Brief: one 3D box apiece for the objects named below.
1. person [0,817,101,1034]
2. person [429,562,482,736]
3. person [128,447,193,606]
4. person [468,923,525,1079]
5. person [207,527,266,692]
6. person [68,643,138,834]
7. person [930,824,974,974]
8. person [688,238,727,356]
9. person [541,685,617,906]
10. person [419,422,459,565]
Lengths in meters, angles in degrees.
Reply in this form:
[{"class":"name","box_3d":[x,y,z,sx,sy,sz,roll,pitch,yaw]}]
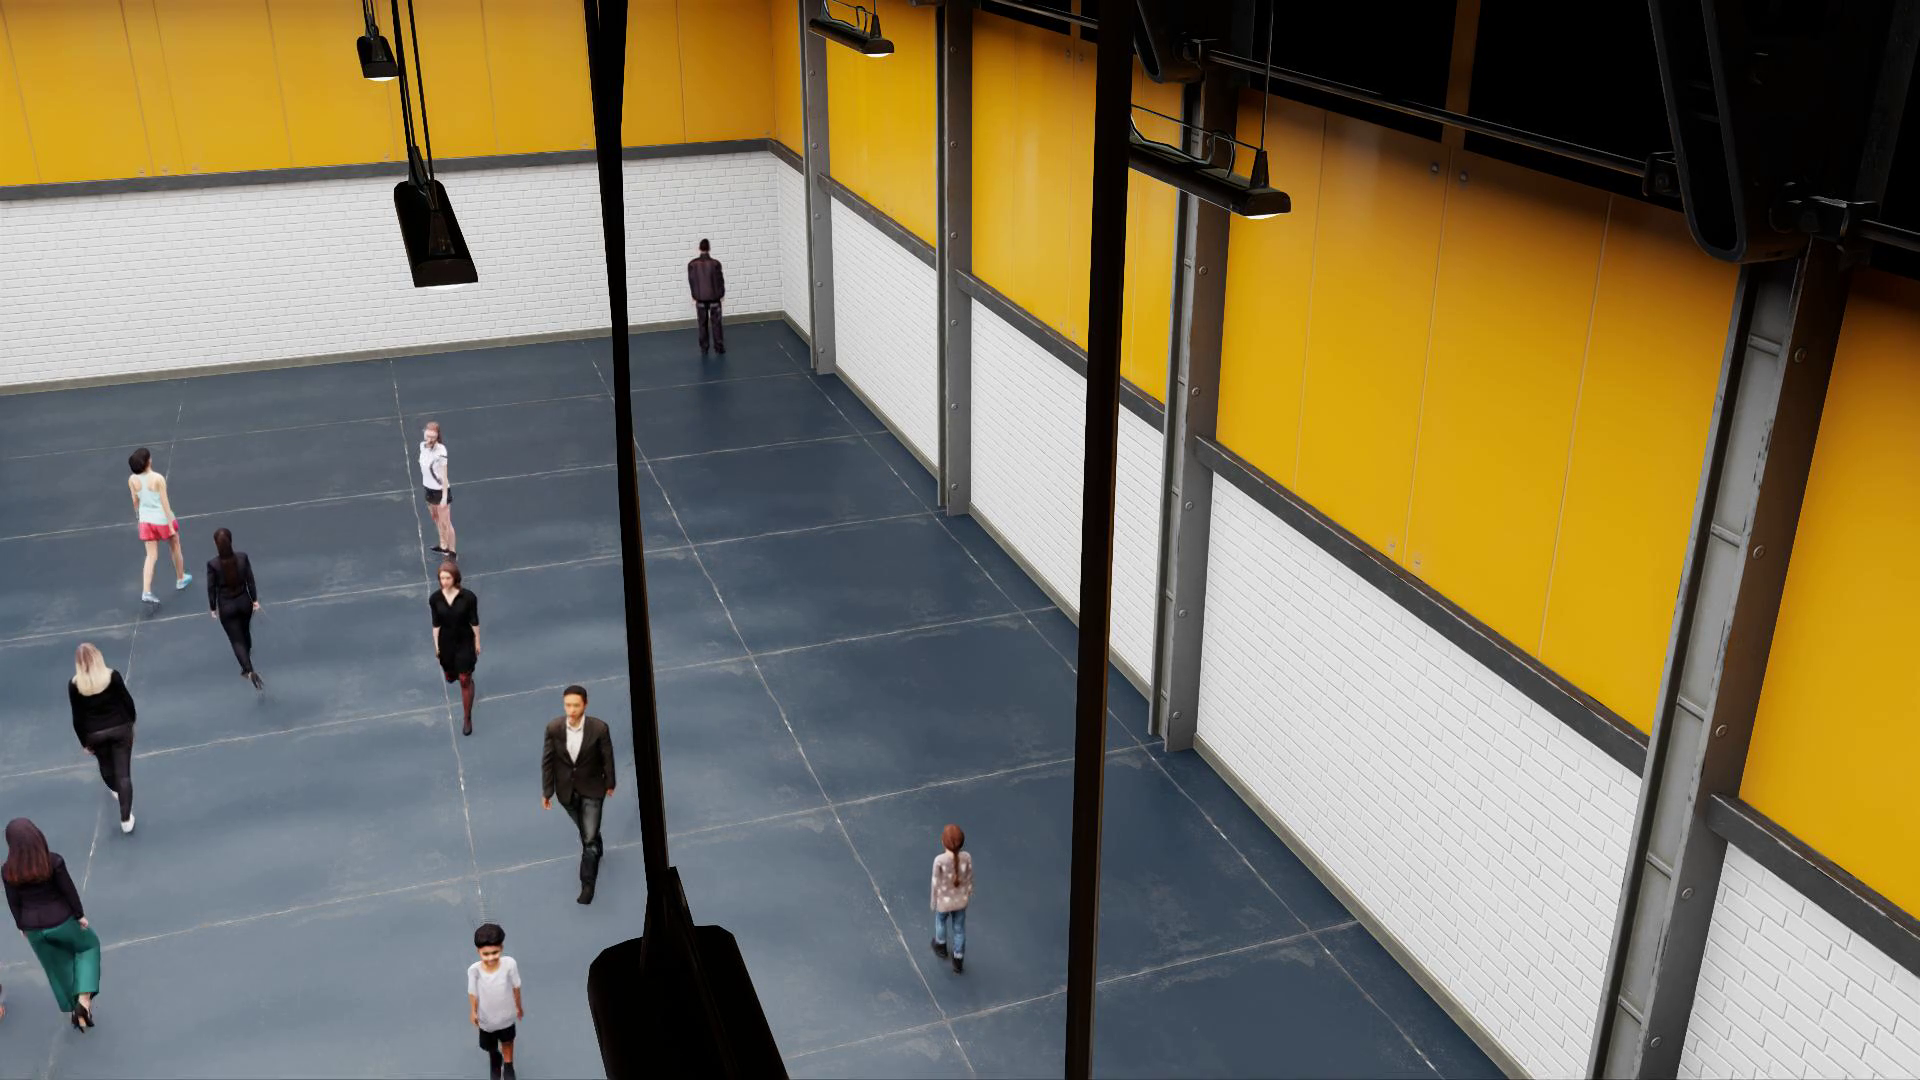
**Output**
[{"class":"person","box_3d":[-6.265,2.727,11.447,0.692,1.718,0.801,-4,24,-8]},{"class":"person","box_3d":[-4.679,0.957,15.536,0.736,1.688,0.968,-2,24,-5]},{"class":"person","box_3d":[-8.718,-0.124,17.956,0.897,1.730,1.240,1,24,2]},{"class":"person","box_3d":[-3.125,3.093,11.190,0.505,1.254,0.489,-7,25,-16]},{"class":"person","box_3d":[-7.000,0.701,16.124,0.812,1.684,1.118,-18,29,-35]},{"class":"person","box_3d":[-7.120,1.685,13.919,0.622,1.649,1.042,-9,25,-20]},{"class":"person","box_3d":[-0.047,2.666,12.257,0.521,1.181,0.620,-6,24,-14]},{"class":"person","box_3d":[-4.002,-3.873,26.373,0.793,1.857,0.740,0,24,-1]},{"class":"person","box_3d":[-3.000,1.930,13.220,1.002,1.760,1.244,2,24,4]},{"class":"person","box_3d":[-5.968,-0.572,18.980,0.871,1.729,0.729,-20,31,-38]}]
